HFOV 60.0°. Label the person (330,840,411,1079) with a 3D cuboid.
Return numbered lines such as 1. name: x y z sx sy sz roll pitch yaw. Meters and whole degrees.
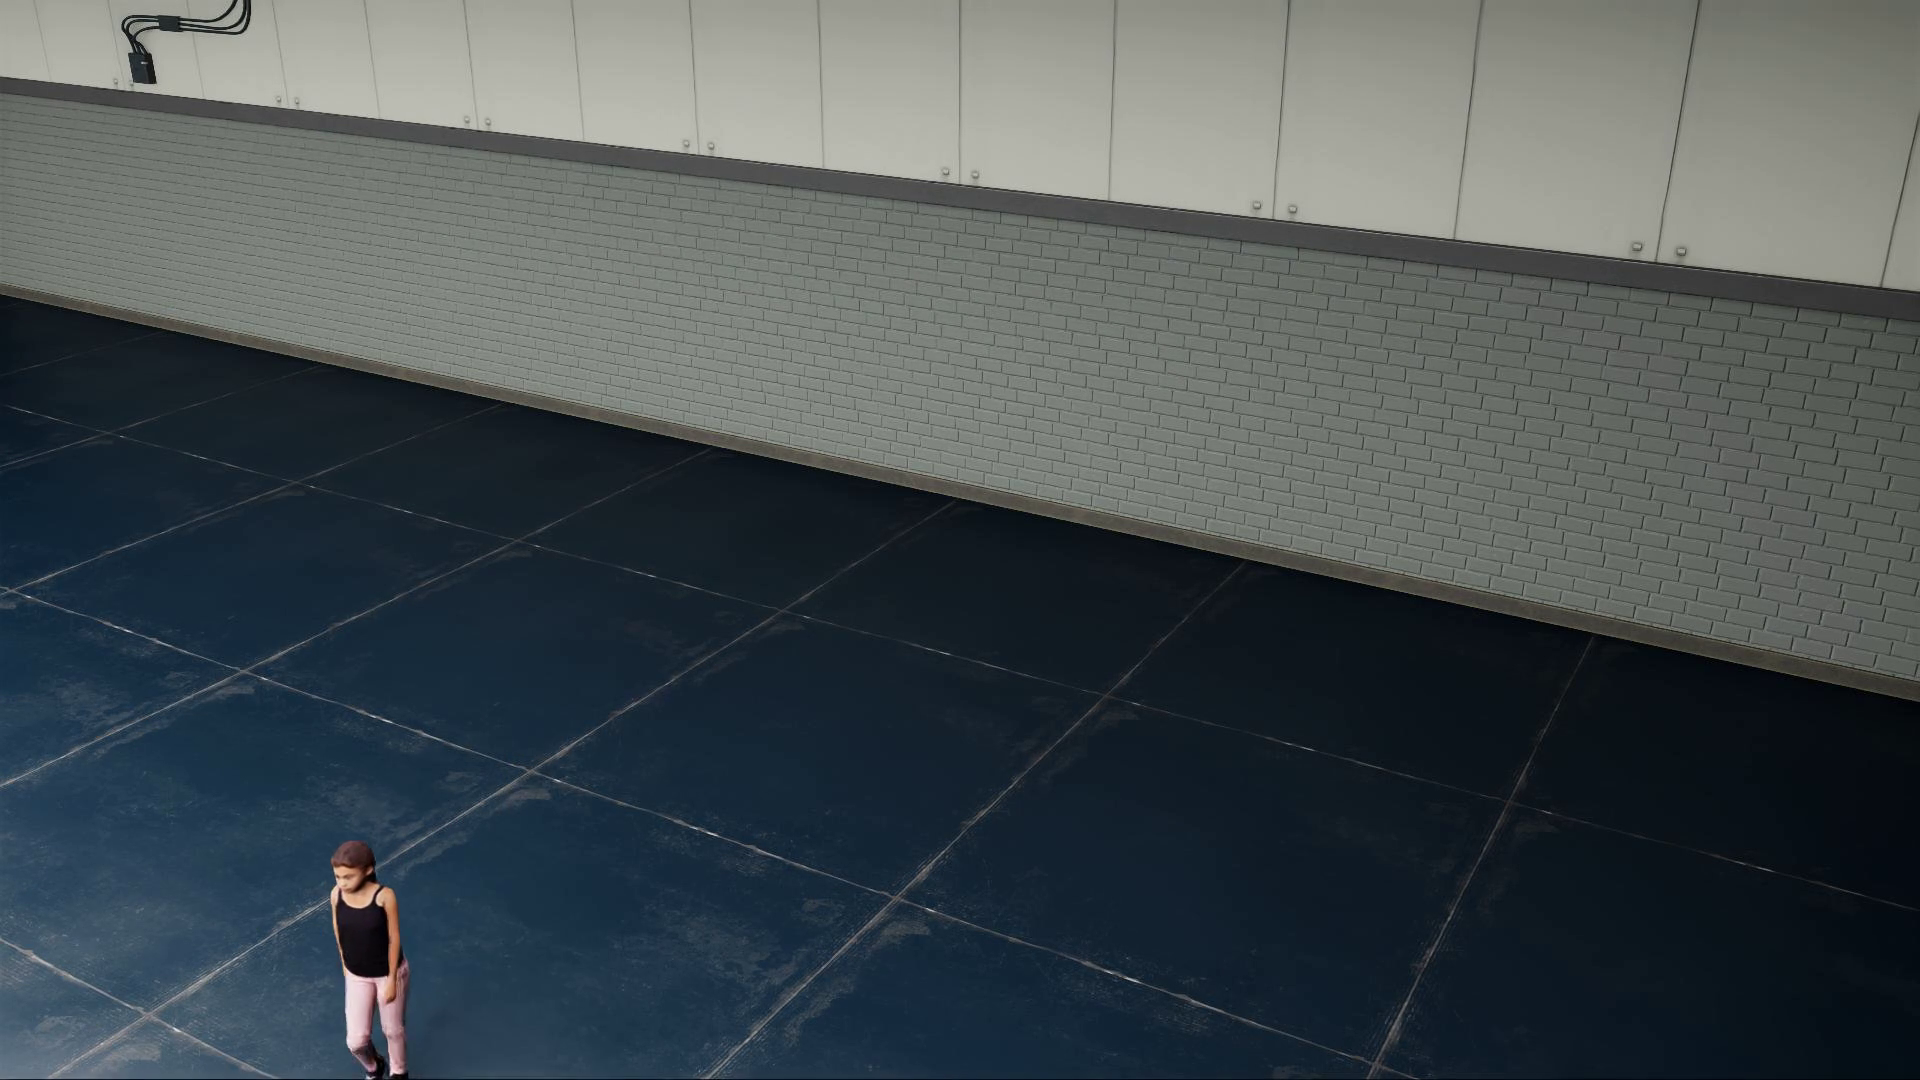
1. person: -2.910 2.134 8.357 0.623 1.552 0.683 0 23 1
